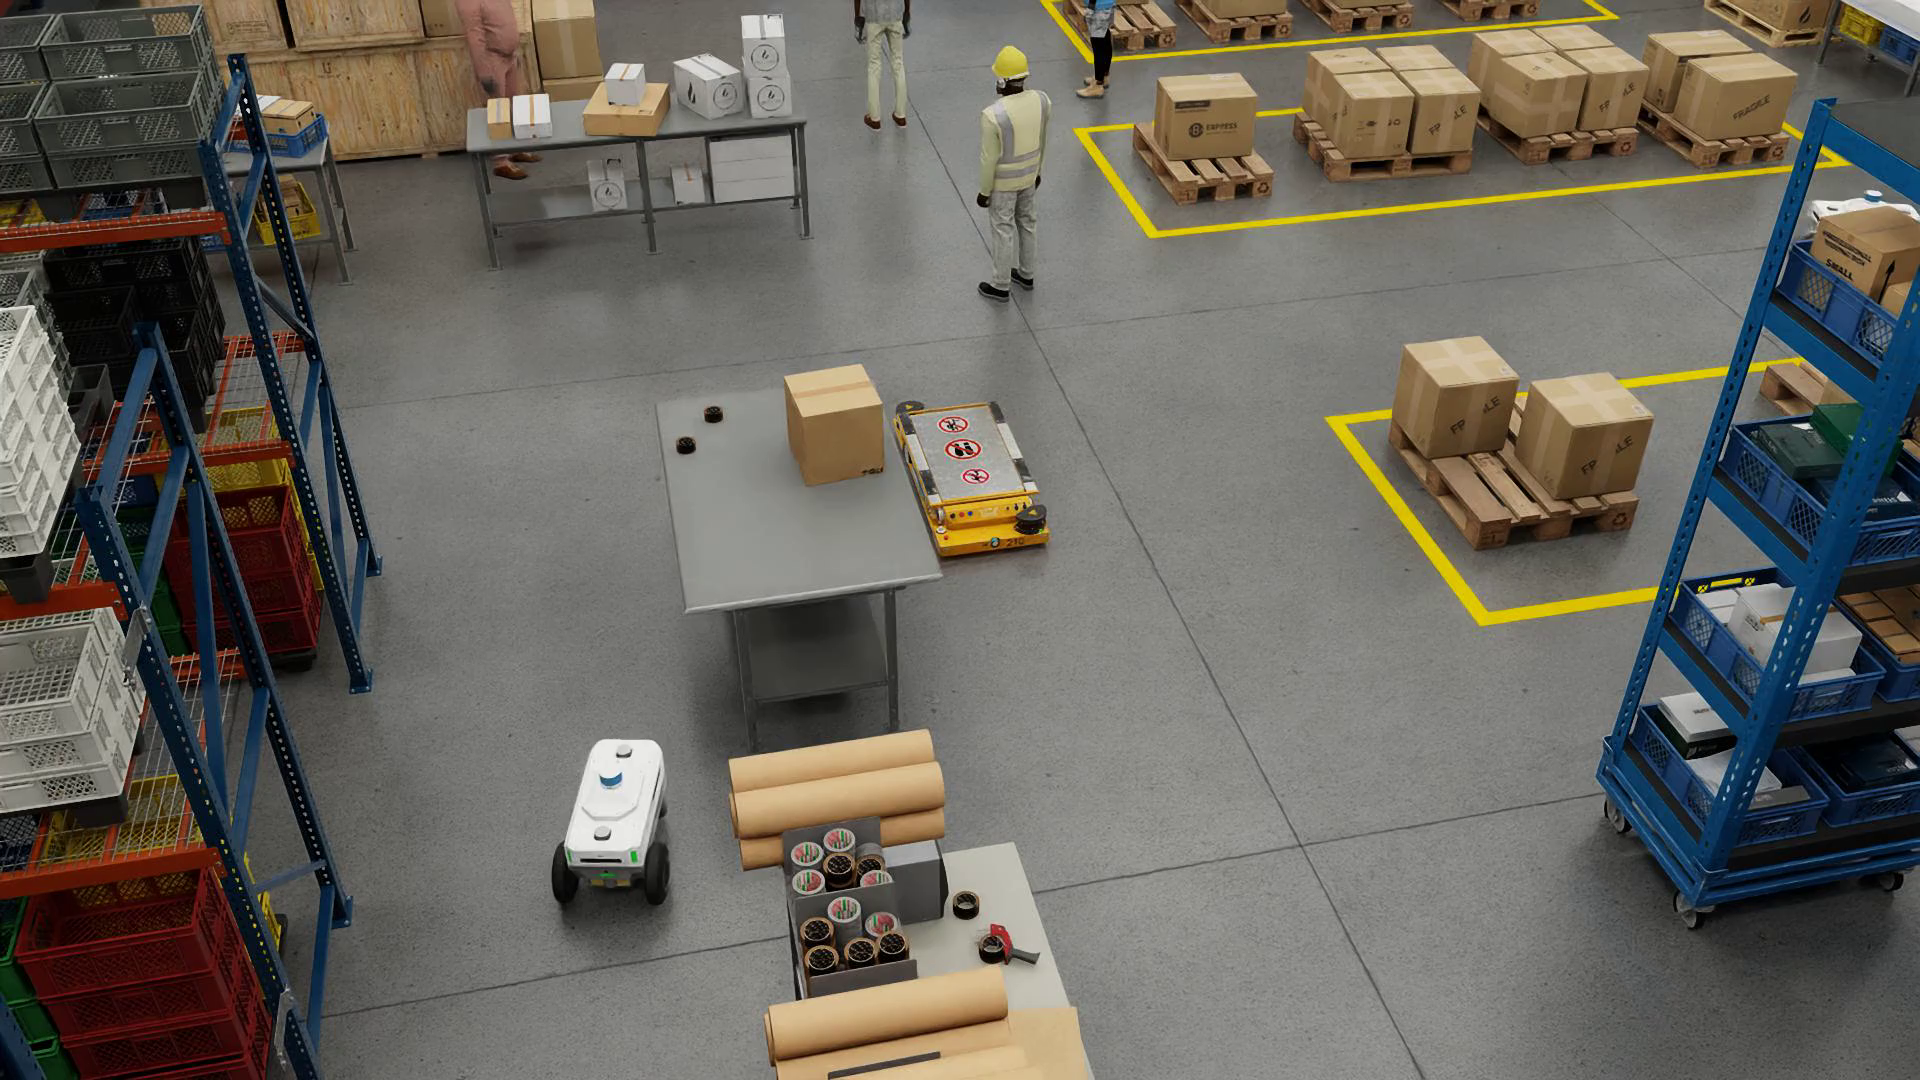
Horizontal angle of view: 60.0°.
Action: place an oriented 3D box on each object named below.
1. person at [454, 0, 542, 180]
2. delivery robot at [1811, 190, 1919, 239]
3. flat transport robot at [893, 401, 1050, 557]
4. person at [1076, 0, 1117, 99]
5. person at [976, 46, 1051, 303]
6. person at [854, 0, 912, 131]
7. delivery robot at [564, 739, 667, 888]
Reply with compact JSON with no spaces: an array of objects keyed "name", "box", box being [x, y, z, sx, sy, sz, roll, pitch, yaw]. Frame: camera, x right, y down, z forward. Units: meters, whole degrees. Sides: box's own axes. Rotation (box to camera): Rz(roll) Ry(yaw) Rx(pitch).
[{"name":"person","box":[-3.720,-3.871,13.378,0.403,1.908,0.648,6,37,8]},{"name":"delivery robot","box":[6.740,-2.366,12.399,0.707,0.478,0.477,4,37,5]},{"name":"flat transport robot","box":[0.046,-0.430,10.108,0.652,0.197,1.431,-8,37,-10]},{"name":"person","box":[1.234,-4.786,14.780,0.319,1.693,0.532,12,38,15]},{"name":"person","box":[0.349,-2.559,11.670,0.587,1.833,0.404,-28,45,-32]},{"name":"person","box":[-0.653,-4.421,14.156,0.504,1.861,0.328,-7,37,-9]},{"name":"delivery robot","box":[-1.565,1.219,7.580,0.477,0.478,0.707,1,37,1]}]
